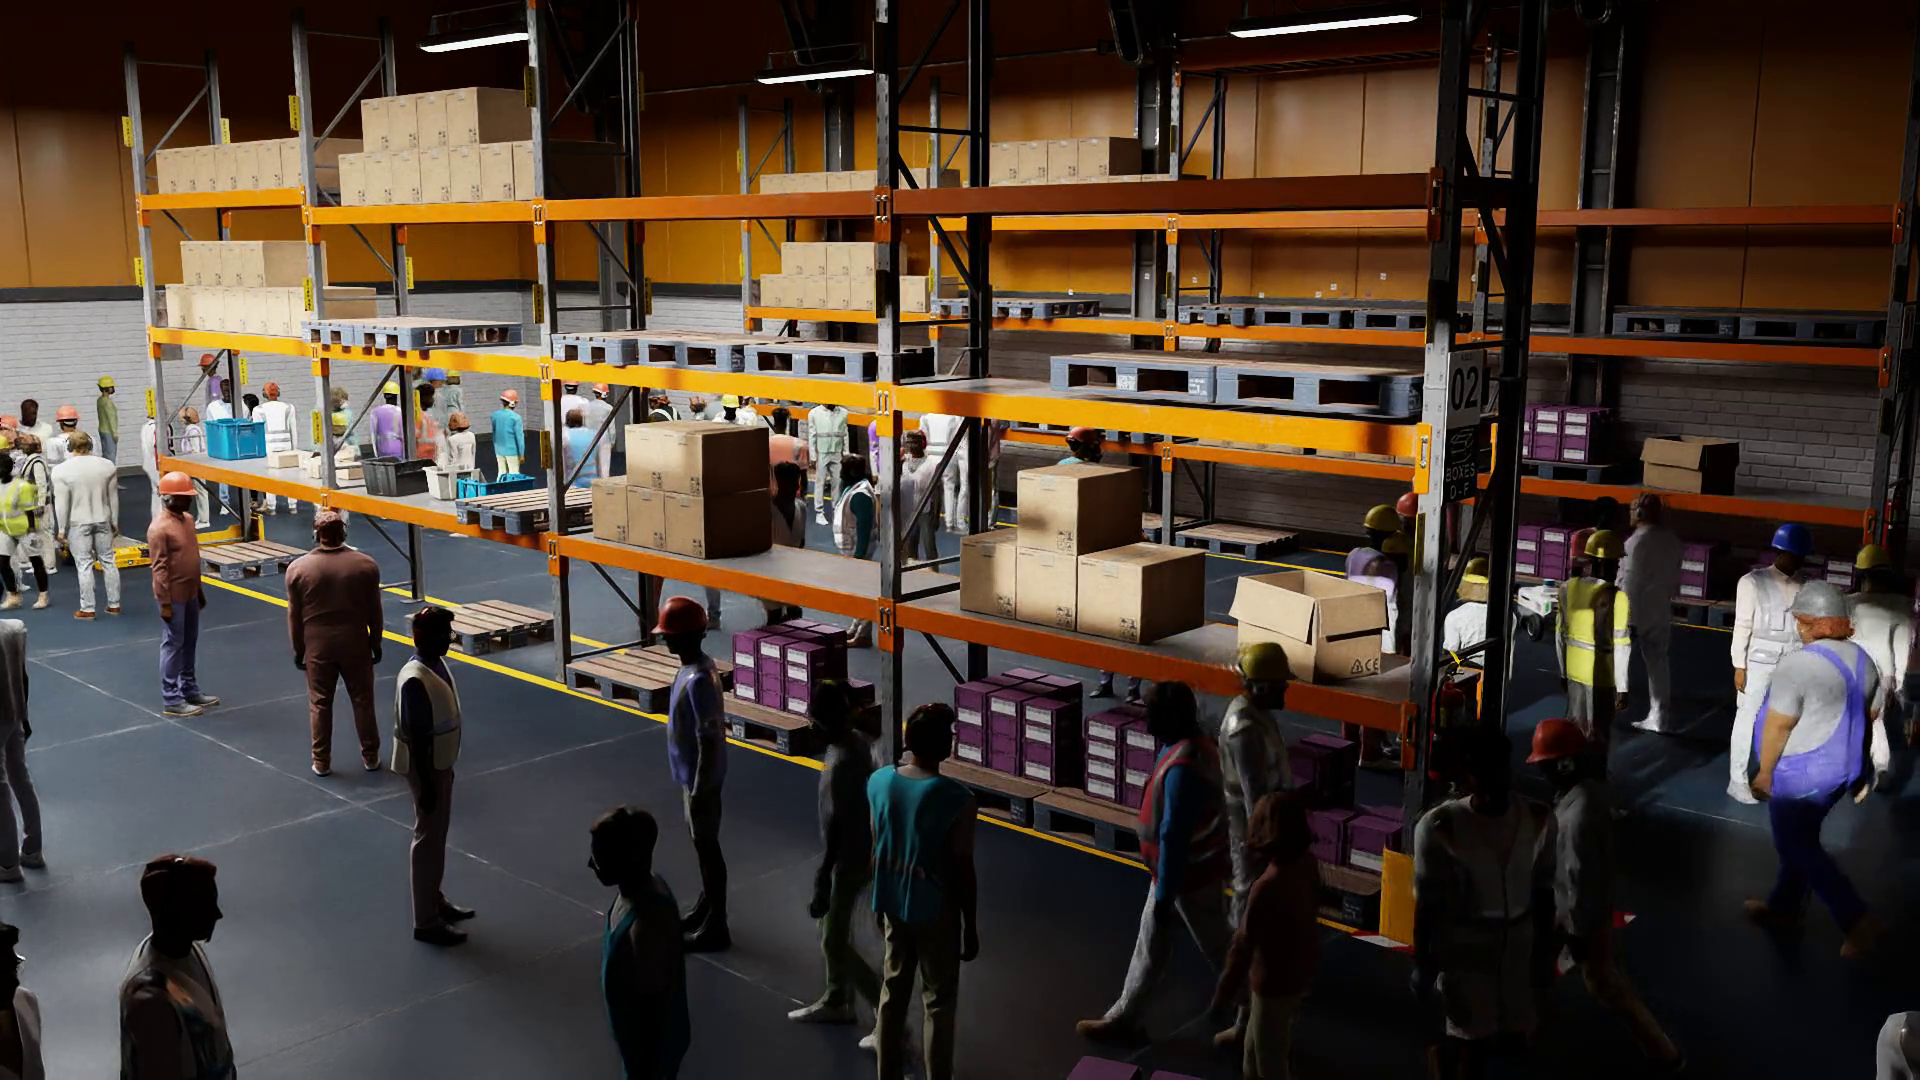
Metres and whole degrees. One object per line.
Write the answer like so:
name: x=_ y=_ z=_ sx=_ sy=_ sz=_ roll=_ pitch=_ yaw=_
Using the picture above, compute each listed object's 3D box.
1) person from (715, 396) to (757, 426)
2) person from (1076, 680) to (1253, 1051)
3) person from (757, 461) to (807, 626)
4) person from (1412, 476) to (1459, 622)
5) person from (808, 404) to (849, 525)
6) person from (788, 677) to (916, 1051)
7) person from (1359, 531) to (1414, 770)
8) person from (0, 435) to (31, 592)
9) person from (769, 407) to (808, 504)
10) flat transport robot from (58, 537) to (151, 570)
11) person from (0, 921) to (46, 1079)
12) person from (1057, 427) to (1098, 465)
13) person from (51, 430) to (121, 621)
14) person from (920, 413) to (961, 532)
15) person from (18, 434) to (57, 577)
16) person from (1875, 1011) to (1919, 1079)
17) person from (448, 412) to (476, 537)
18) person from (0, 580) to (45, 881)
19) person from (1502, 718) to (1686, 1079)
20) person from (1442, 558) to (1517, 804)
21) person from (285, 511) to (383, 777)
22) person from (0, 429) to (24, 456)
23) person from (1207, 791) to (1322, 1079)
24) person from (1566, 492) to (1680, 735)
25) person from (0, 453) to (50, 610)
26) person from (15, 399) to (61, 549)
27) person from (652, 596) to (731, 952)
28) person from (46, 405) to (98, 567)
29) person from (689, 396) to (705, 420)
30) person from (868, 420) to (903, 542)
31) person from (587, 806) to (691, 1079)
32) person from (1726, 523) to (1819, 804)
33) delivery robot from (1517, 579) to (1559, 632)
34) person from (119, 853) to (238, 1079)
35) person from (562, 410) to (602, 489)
person: x=-2.939 y=-1.092 z=22.074 sx=0.604 sy=1.967 sz=0.367 roll=2 pitch=10 yaw=12
person: x=1.059 y=1.538 z=7.757 sx=0.943 sy=1.787 sz=0.649 roll=1 pitch=10 yaw=5
person: x=-1.594 y=0.257 z=14.510 sx=0.544 sy=1.941 sz=0.656 roll=9 pitch=13 yaw=41
person: x=4.823 y=-0.092 z=16.809 sx=0.404 sy=1.827 sz=0.600 roll=-5 pitch=11 yaw=-25
person: x=-1.786 y=-1.167 z=22.658 sx=0.590 sy=1.912 sz=0.391 roll=-6 pitch=12 yaw=-30
person: x=-0.499 y=1.508 z=7.793 sx=0.620 sy=1.830 sz=0.581 roll=0 pitch=10 yaw=2
person: x=3.101 y=0.796 z=12.066 sx=0.322 sy=1.737 sz=0.486 roll=1 pitch=10 yaw=5
person: x=-10.471 y=-0.282 z=18.166 sx=0.488 sy=1.736 sz=0.358 roll=-1 pitch=10 yaw=-6
person: x=-2.069 y=-0.546 z=19.050 sx=0.638 sy=1.944 sz=0.435 roll=-1 pitch=10 yaw=-8
flat transport robot: x=-10.221 y=0.132 z=19.945 sx=1.431 sy=0.197 sz=0.652 roll=10 pitch=14 yaw=43
person: x=-2.913 y=2.002 z=4.961 sx=0.386 sy=1.838 sz=0.566 roll=0 pitch=10 yaw=0
person: x=1.175 y=-0.135 z=16.481 sx=0.407 sy=2.035 sz=0.607 roll=-5 pitch=11 yaw=-28
person: x=-8.819 y=-0.148 z=16.823 sx=0.377 sy=1.937 sz=0.629 roll=8 pitch=13 yaw=38
person: x=-0.258 y=-1.036 z=22.027 sx=0.577 sy=1.877 sz=0.352 roll=3 pitch=10 yaw=14
person: x=-10.607 y=-0.403 z=19.100 sx=0.306 sy=1.640 sz=0.523 roll=-9 pitch=13 yaw=-41
person: x=2.941 y=1.999 z=4.833 sx=0.585 sy=1.882 sz=0.337 roll=6 pitch=11 yaw=29
person: x=-6.484 y=-0.850 z=21.650 sx=0.285 sy=1.633 sz=0.500 roll=3 pitch=11 yaw=19
person: x=-5.751 y=1.107 z=9.919 sx=0.325 sy=1.871 sz=0.521 roll=1 pitch=10 yaw=6
person: x=2.852 y=1.626 z=7.507 sx=0.889 sy=1.693 sz=0.612 roll=2 pitch=10 yaw=12
person: x=3.415 y=0.980 z=11.022 sx=0.486 sy=1.738 sz=0.314 roll=-1 pitch=10 yaw=-3
person: x=-4.471 y=0.739 z=11.936 sx=0.641 sy=1.900 sz=0.398 roll=-4 pitch=11 yaw=-21
person: x=-11.219 y=-0.492 z=19.632 sx=0.527 sy=1.631 sz=0.321 roll=1 pitch=10 yaw=4
person: x=1.240 y=1.805 z=6.722 sx=0.534 sy=1.607 sz=0.542 roll=7 pitch=12 yaw=33
person: x=5.226 y=0.550 z=13.029 sx=0.679 sy=1.873 sz=0.883 roll=-7 pitch=12 yaw=-35
person: x=-9.759 y=-0.079 z=17.186 sx=0.539 sy=1.666 sz=0.484 roll=3 pitch=10 yaw=14
person: x=-11.625 y=-0.819 z=20.814 sx=0.608 sy=1.894 sz=0.746 roll=-8 pitch=13 yaw=-37
person: x=-1.437 y=1.247 z=8.941 sx=0.375 sy=1.934 sz=0.548 roll=-2 pitch=10 yaw=-13
person: x=-10.431 y=-0.619 z=19.571 sx=0.577 sy=1.924 sz=0.394 roll=-10 pitch=14 yaw=-44
person: x=-3.745 y=-1.247 z=23.873 sx=0.308 sy=1.641 sz=0.511 roll=-5 pitch=11 yaw=-26
person: x=-0.908 y=-0.919 z=21.220 sx=0.393 sy=1.927 sz=0.549 roll=9 pitch=13 yaw=41
person: x=-1.134 y=1.827 z=5.940 sx=0.342 sy=1.840 sz=0.516 roll=-2 pitch=10 yaw=-13
person: x=5.522 y=0.837 z=11.260 sx=0.612 sy=1.940 sz=0.416 roll=-1 pitch=10 yaw=-4
delivery robot: x=5.695 y=0.618 z=16.133 sx=0.477 sy=0.478 sz=0.707 roll=-1 pitch=10 yaw=-5
person: x=-2.489 y=1.910 z=5.364 sx=0.368 sy=1.878 sz=0.584 roll=-3 pitch=11 yaw=-17
person: x=-4.703 y=-0.705 z=20.388 sx=0.661 sy=1.786 sz=0.982 roll=-7 pitch=12 yaw=-35
